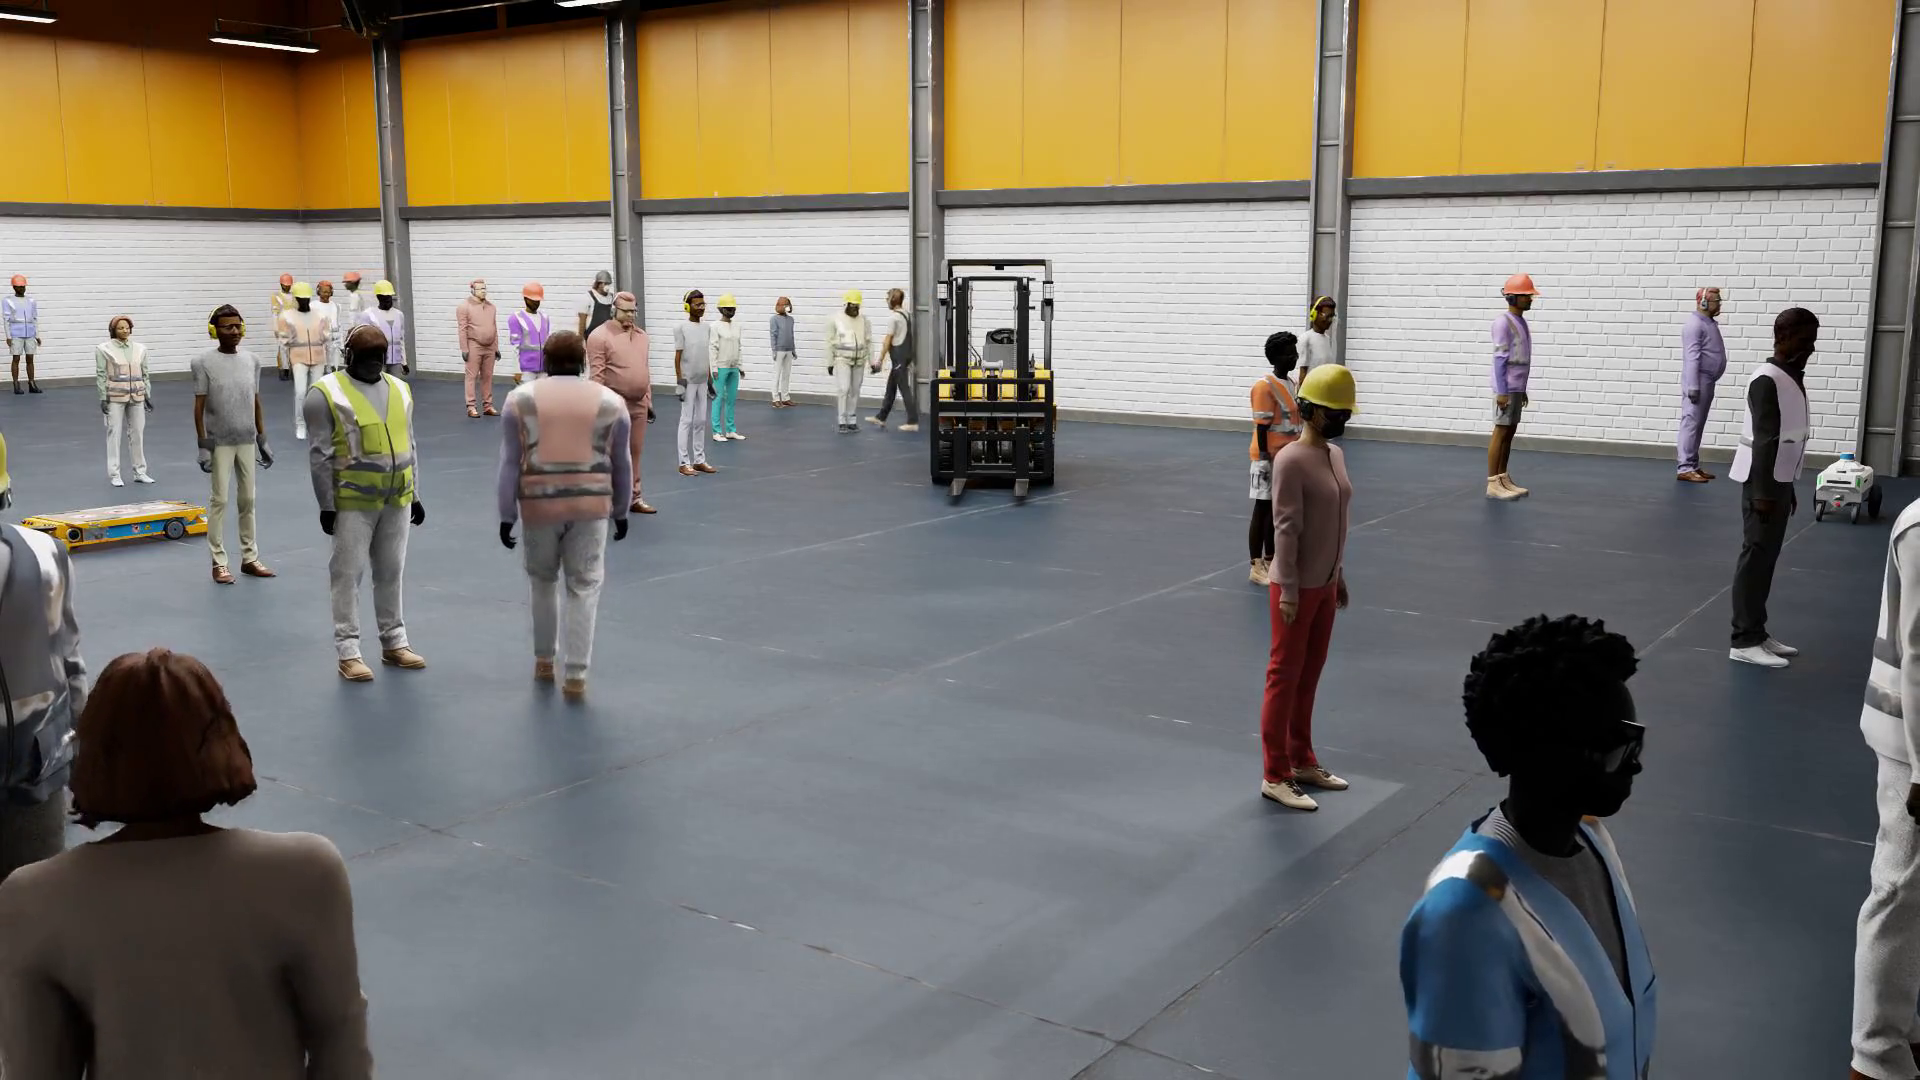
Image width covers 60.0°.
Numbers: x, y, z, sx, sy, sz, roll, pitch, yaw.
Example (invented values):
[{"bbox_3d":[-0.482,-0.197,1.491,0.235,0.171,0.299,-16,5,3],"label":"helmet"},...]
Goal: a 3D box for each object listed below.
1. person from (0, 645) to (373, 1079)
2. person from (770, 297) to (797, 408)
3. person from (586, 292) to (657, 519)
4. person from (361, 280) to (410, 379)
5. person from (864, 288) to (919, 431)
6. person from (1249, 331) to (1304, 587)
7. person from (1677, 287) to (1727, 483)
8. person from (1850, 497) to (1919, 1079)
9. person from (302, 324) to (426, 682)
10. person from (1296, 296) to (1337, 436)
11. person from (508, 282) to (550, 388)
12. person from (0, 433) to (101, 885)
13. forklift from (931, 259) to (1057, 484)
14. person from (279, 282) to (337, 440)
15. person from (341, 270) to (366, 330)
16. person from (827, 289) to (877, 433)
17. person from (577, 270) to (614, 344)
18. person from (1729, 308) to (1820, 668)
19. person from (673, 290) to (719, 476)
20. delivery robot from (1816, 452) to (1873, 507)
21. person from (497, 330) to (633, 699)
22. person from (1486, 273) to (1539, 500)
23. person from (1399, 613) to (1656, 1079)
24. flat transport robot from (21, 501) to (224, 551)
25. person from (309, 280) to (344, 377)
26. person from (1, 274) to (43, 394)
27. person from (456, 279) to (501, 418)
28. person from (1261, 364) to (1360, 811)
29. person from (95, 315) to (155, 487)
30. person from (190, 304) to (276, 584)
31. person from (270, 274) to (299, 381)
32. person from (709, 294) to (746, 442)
[{"bbox_3d":[-1.126,0.961,2.410,0.490,1.608,0.765,-1,10,-6],"label":"person"},{"bbox_3d":[-2.612,-2.781,24.632,0.278,1.634,0.499,7,12,36],"label":"person"},{"bbox_3d":[-2.828,-1.139,14.068,0.406,1.902,0.638,7,12,36],"label":"person"},{"bbox_3d":[-6.982,-2.192,20.253,0.371,1.929,0.585,7,12,36],"label":"person"},{"bbox_3d":[-0.894,-2.287,21.187,0.900,1.809,0.514,3,10,19],"label":"person"},{"bbox_3d":[2.120,-0.544,11.122,0.318,1.698,0.531,7,12,36],"label":"person"},{"bbox_3d":[7.301,-1.527,16.350,0.406,1.911,0.638,7,12,36],"label":"person"},{"bbox_3d":[2.479,0.525,4.203,0.354,1.883,0.573,7,12,36],"label":"person"},{"bbox_3d":[-3.067,-0.200,8.671,0.429,1.837,0.620,7,12,36],"label":"person"},{"bbox_3d":[3.052,-1.149,14.236,0.327,1.865,0.520,7,12,36],"label":"person"},{"bbox_3d":[-4.804,-1.942,18.764,0.373,1.928,0.543,7,12,36],"label":"person"},{"bbox_3d":[-2.366,0.588,4.012,0.403,1.822,0.588,7,12,36],"label":"person"},{"bbox_3d":[0.370,-1.738,16.759,1.214,2.155,2.313,1,10,3],"label":"forklift"},{"bbox_3d":[-7.853,-2.148,20.070,0.590,1.910,0.532,-7,12,-36],"label":"person"},{"bbox_3d":[-10.103,-3.539,28.058,0.922,2.015,0.623,-3,10,-16],"label":"person"},{"bbox_3d":[-1.338,-2.231,20.856,0.593,1.797,0.590,-5,11,-29],"label":"person"},{"bbox_3d":[-5.497,-3.145,25.592,0.719,2.000,0.539,-9,13,-43],"label":"person"},{"bbox_3d":[4.374,-0.291,8.977,0.390,1.913,0.586,7,12,36],"label":"person"},{"bbox_3d":[-2.670,-1.589,16.832,0.326,1.874,0.520,7,12,36],"label":"person"},{"bbox_3d":[7.416,-0.492,13.931,0.477,0.478,0.707,7,12,35],"label":"delivery robot"},{"bbox_3d":[-1.989,-0.148,8.409,0.661,1.813,0.794,-3,10,-15],"label":"person"},{"bbox_3d":[5.036,-1.392,15.143,0.378,2.045,0.605,7,12,36],"label":"person"},{"bbox_3d":[0.776,0.934,2.319,0.320,1.698,0.531,7,12,36],"label":"person"},{"bbox_3d":[-6.530,-0.116,12.817,0.652,0.197,1.431,7,12,35],"label":"flat transport robot"},{"bbox_3d":[-9.104,-2.783,23.897,0.354,1.886,0.573,7,12,36],"label":"person"},{"bbox_3d":[-15.254,-3.343,27.074,0.362,1.939,0.543,7,12,36],"label":"person"},{"bbox_3d":[-6.639,-2.653,23.059,0.406,1.910,0.638,7,12,36],"label":"person"},{"bbox_3d":[1.413,0.179,6.640,0.328,1.760,0.524,7,12,36],"label":"person"},{"bbox_3d":[-8.053,-1.343,16.046,0.311,1.642,0.514,7,12,36],"label":"person"},{"bbox_3d":[-4.899,-0.648,11.228,0.327,1.874,0.520,7,12,36],"label":"person"},{"bbox_3d":[-12.178,-3.852,30.141,0.374,1.928,0.543,7,12,36],"label":"person"},{"bbox_3d":[-2.791,-2.067,19.985,0.316,1.769,0.524,7,12,36],"label":"person"}]
